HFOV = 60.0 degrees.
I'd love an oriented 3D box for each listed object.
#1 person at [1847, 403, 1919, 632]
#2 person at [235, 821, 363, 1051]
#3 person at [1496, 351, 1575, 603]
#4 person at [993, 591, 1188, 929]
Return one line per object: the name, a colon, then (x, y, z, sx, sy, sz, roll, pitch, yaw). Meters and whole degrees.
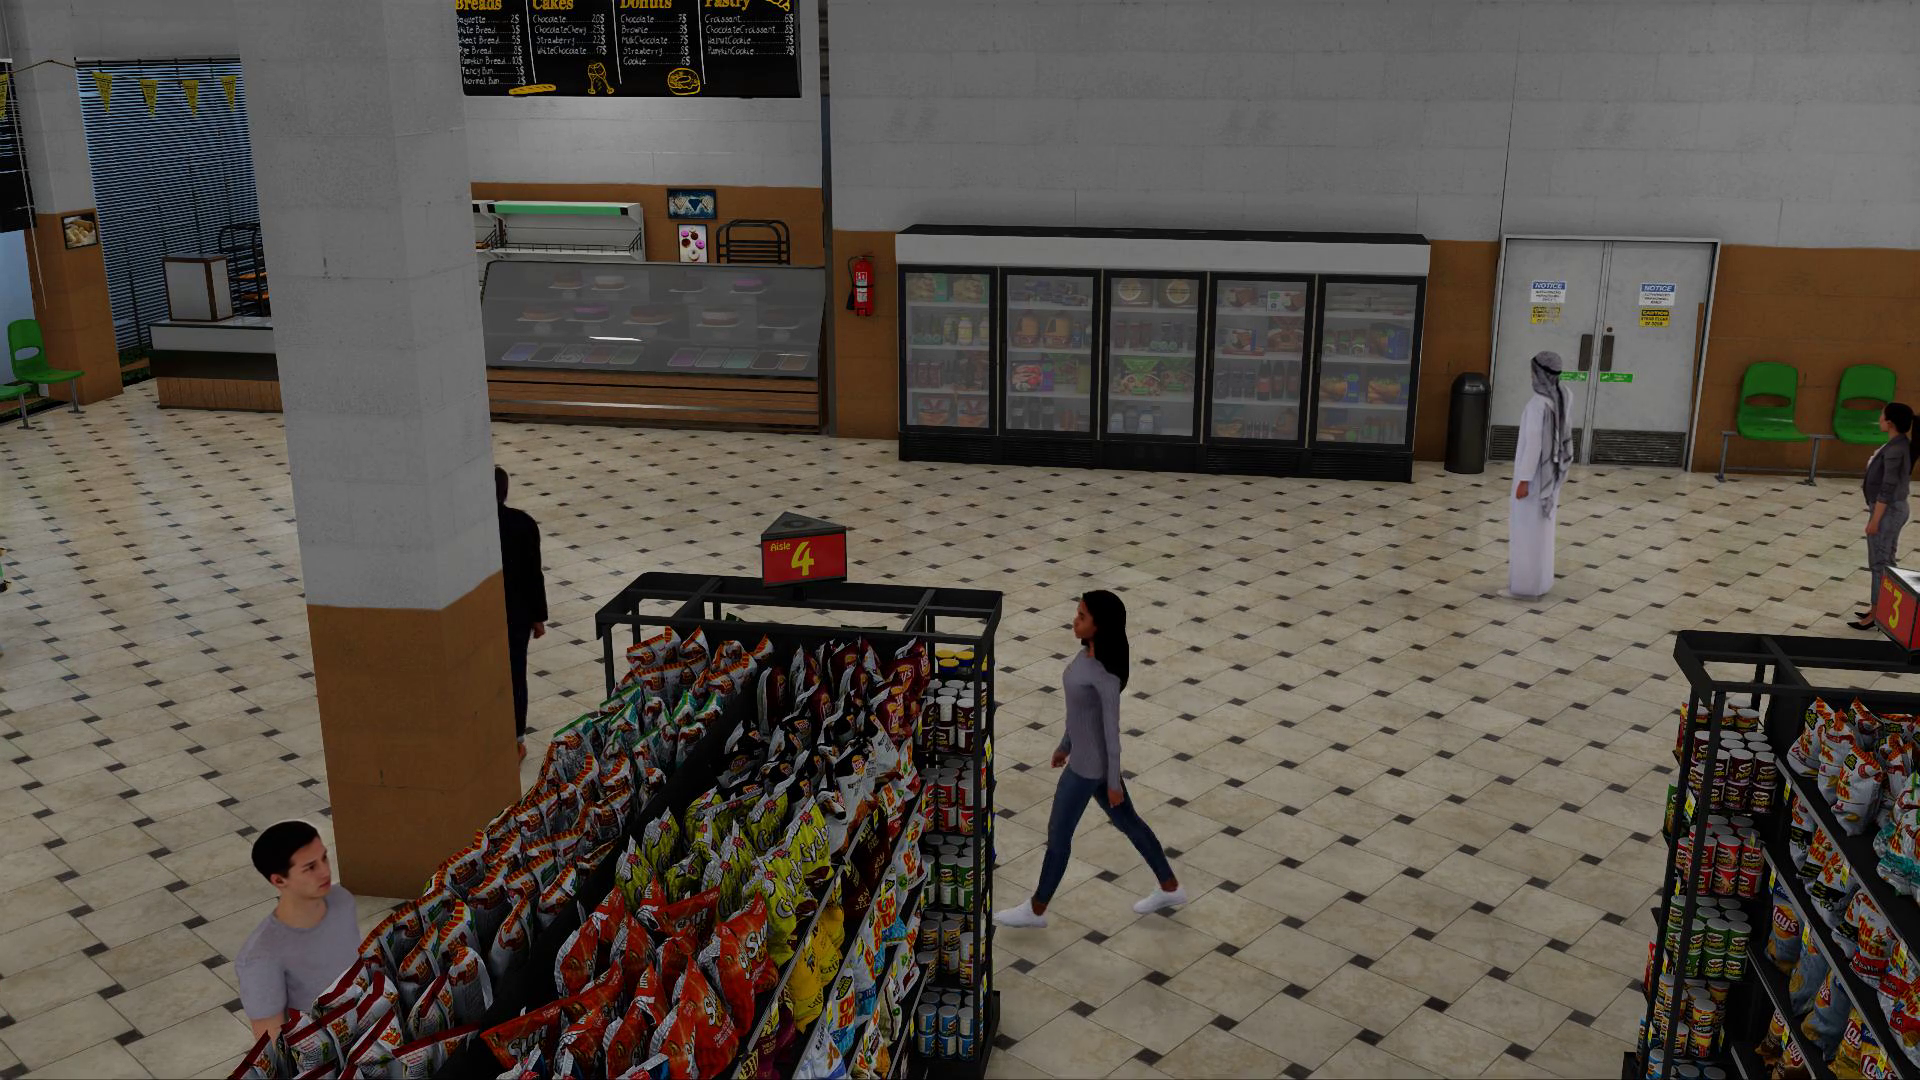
person: (6.705, -0.170, 12.033, 0.775, 1.677, 0.678, 14, 22, 39)
person: (-2.055, 1.757, 5.367, 0.726, 1.863, 0.493, 4, 17, 13)
person: (4.405, -0.487, 12.648, 0.880, 1.926, 0.781, 15, 22, 40)
person: (0.744, 1.075, 7.916, 0.809, 1.688, 1.156, 0, 17, 0)
